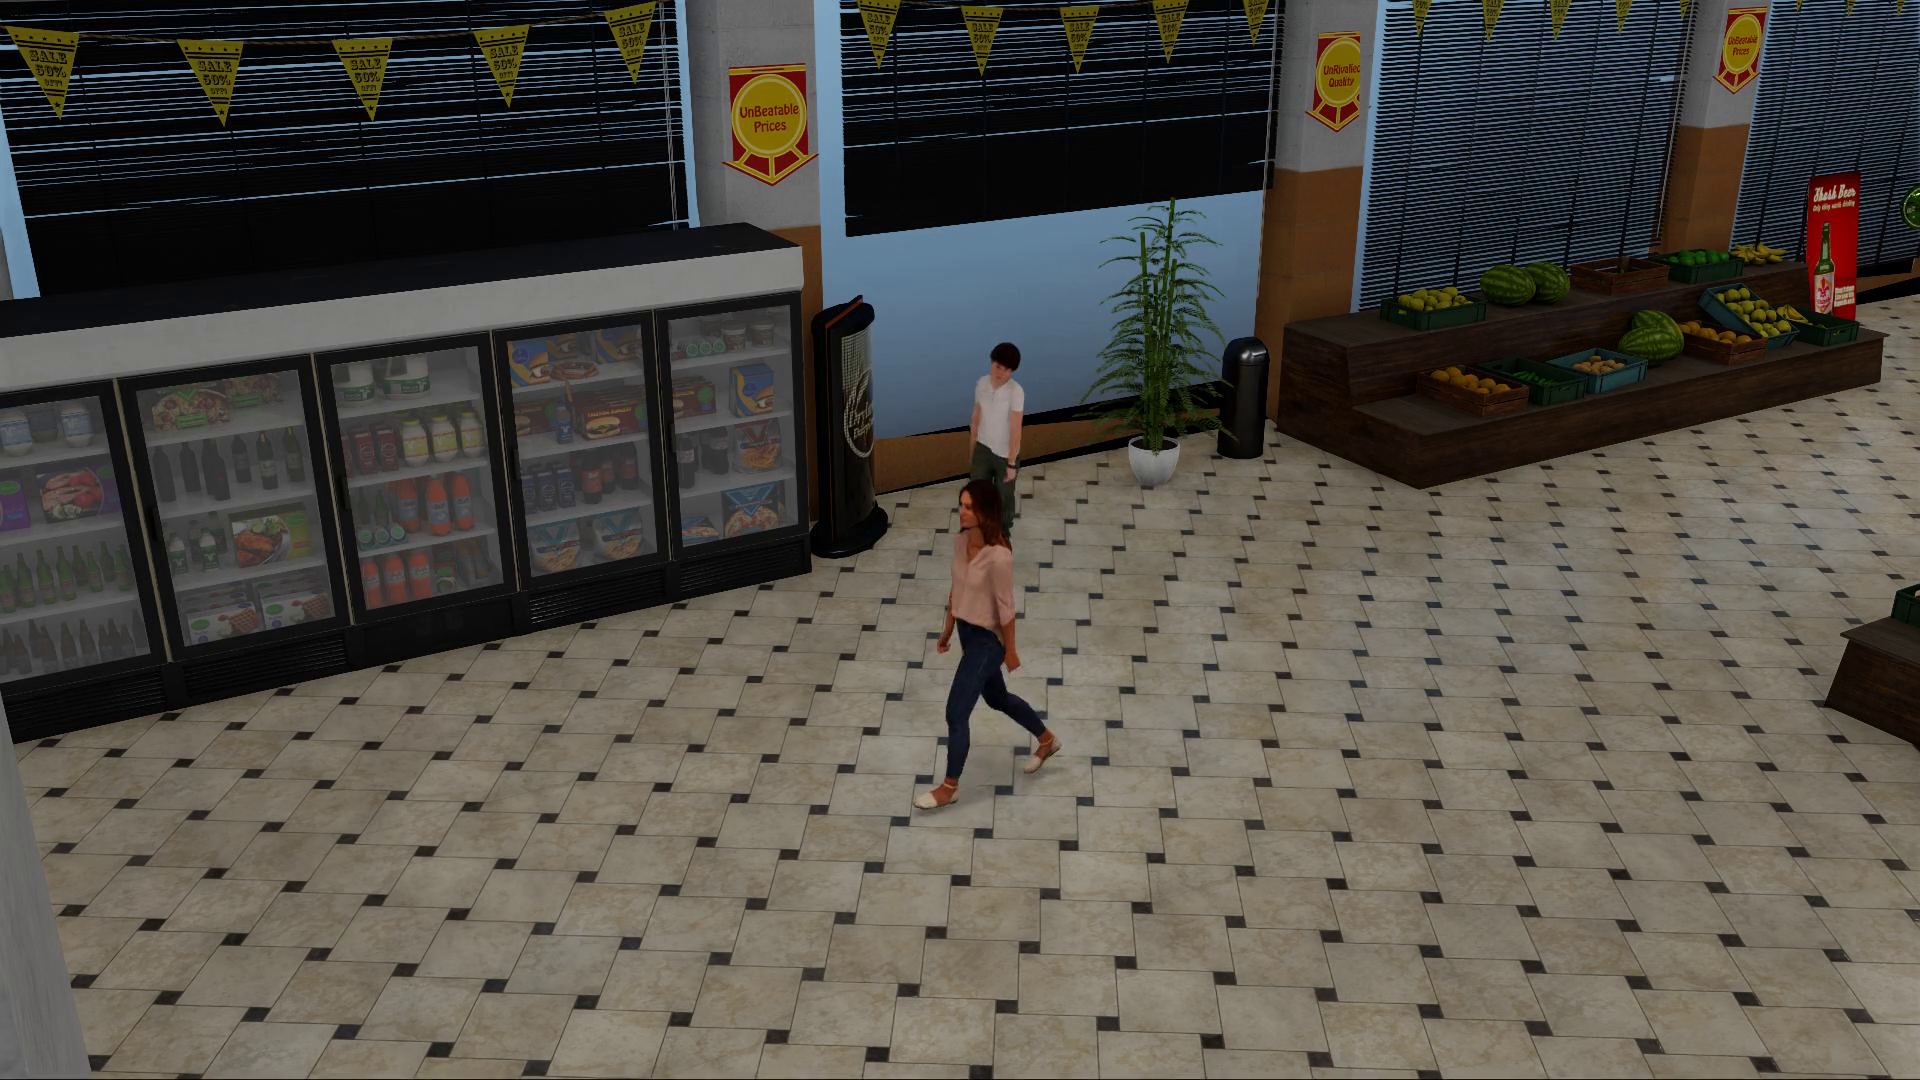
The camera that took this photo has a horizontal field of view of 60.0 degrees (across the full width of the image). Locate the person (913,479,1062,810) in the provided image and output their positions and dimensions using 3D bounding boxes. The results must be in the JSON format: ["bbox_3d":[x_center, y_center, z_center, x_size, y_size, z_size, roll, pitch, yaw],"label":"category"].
[{"bbox_3d":[0.195,0.516,8.550,1.144,1.754,0.642,-10,24,-23],"label":"person"}]

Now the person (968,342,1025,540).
[{"bbox_3d":[0.260,-0.597,11.495,0.822,1.623,0.920,16,27,35],"label":"person"}]
